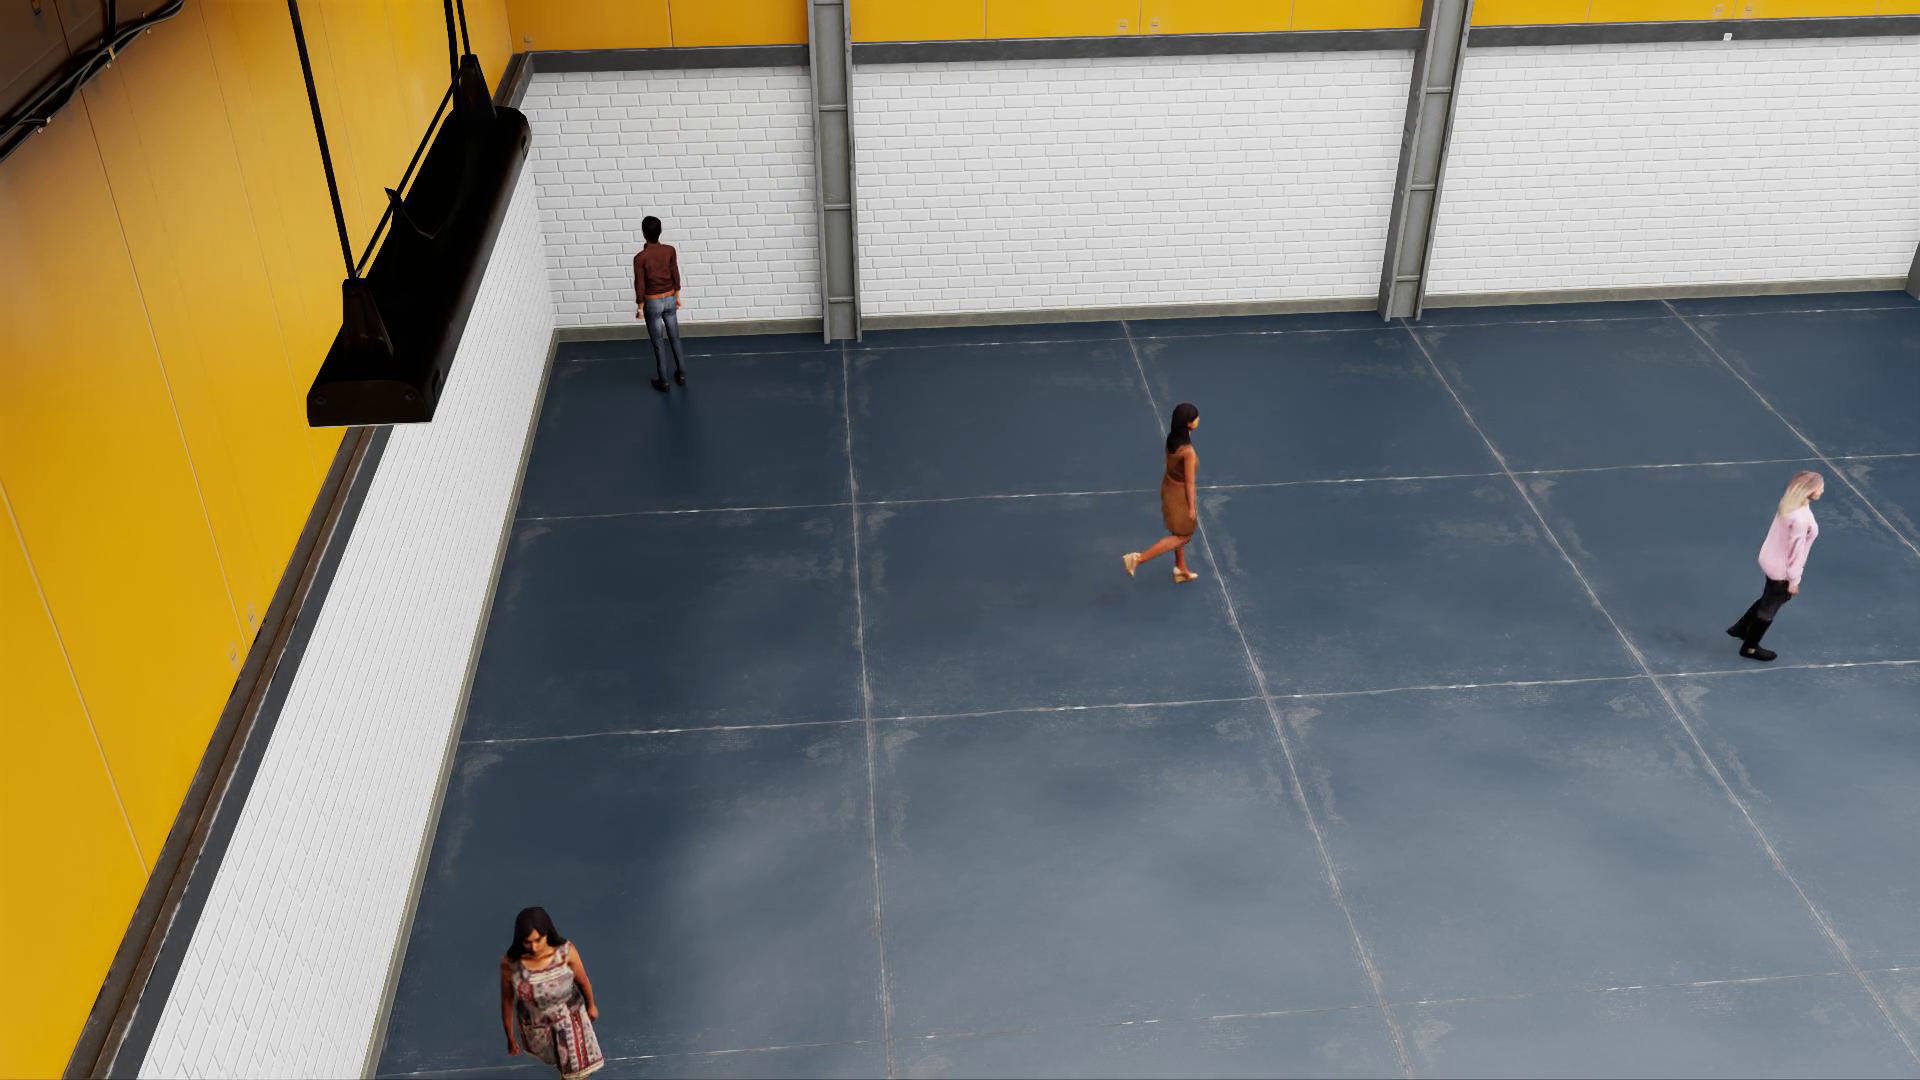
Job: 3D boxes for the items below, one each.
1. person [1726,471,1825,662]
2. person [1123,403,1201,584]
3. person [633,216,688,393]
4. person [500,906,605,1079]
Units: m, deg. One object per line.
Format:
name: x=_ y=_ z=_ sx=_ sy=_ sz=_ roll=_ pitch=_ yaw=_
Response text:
person: x=6.077 y=0.186 z=12.504 sx=0.712 sy=1.678 sz=0.703 roll=7 pitch=34 yaw=11
person: x=1.676 y=-0.309 z=13.252 sx=0.909 sy=1.675 sz=0.618 roll=-6 pitch=34 yaw=-10
person: x=-2.909 y=-2.293 z=16.143 sx=0.655 sy=1.779 sz=0.777 roll=-24 pitch=40 yaw=-31
person: x=-2.204 y=2.534 z=9.023 sx=0.892 sy=1.620 sz=0.730 roll=-4 pitch=34 yaw=-7
